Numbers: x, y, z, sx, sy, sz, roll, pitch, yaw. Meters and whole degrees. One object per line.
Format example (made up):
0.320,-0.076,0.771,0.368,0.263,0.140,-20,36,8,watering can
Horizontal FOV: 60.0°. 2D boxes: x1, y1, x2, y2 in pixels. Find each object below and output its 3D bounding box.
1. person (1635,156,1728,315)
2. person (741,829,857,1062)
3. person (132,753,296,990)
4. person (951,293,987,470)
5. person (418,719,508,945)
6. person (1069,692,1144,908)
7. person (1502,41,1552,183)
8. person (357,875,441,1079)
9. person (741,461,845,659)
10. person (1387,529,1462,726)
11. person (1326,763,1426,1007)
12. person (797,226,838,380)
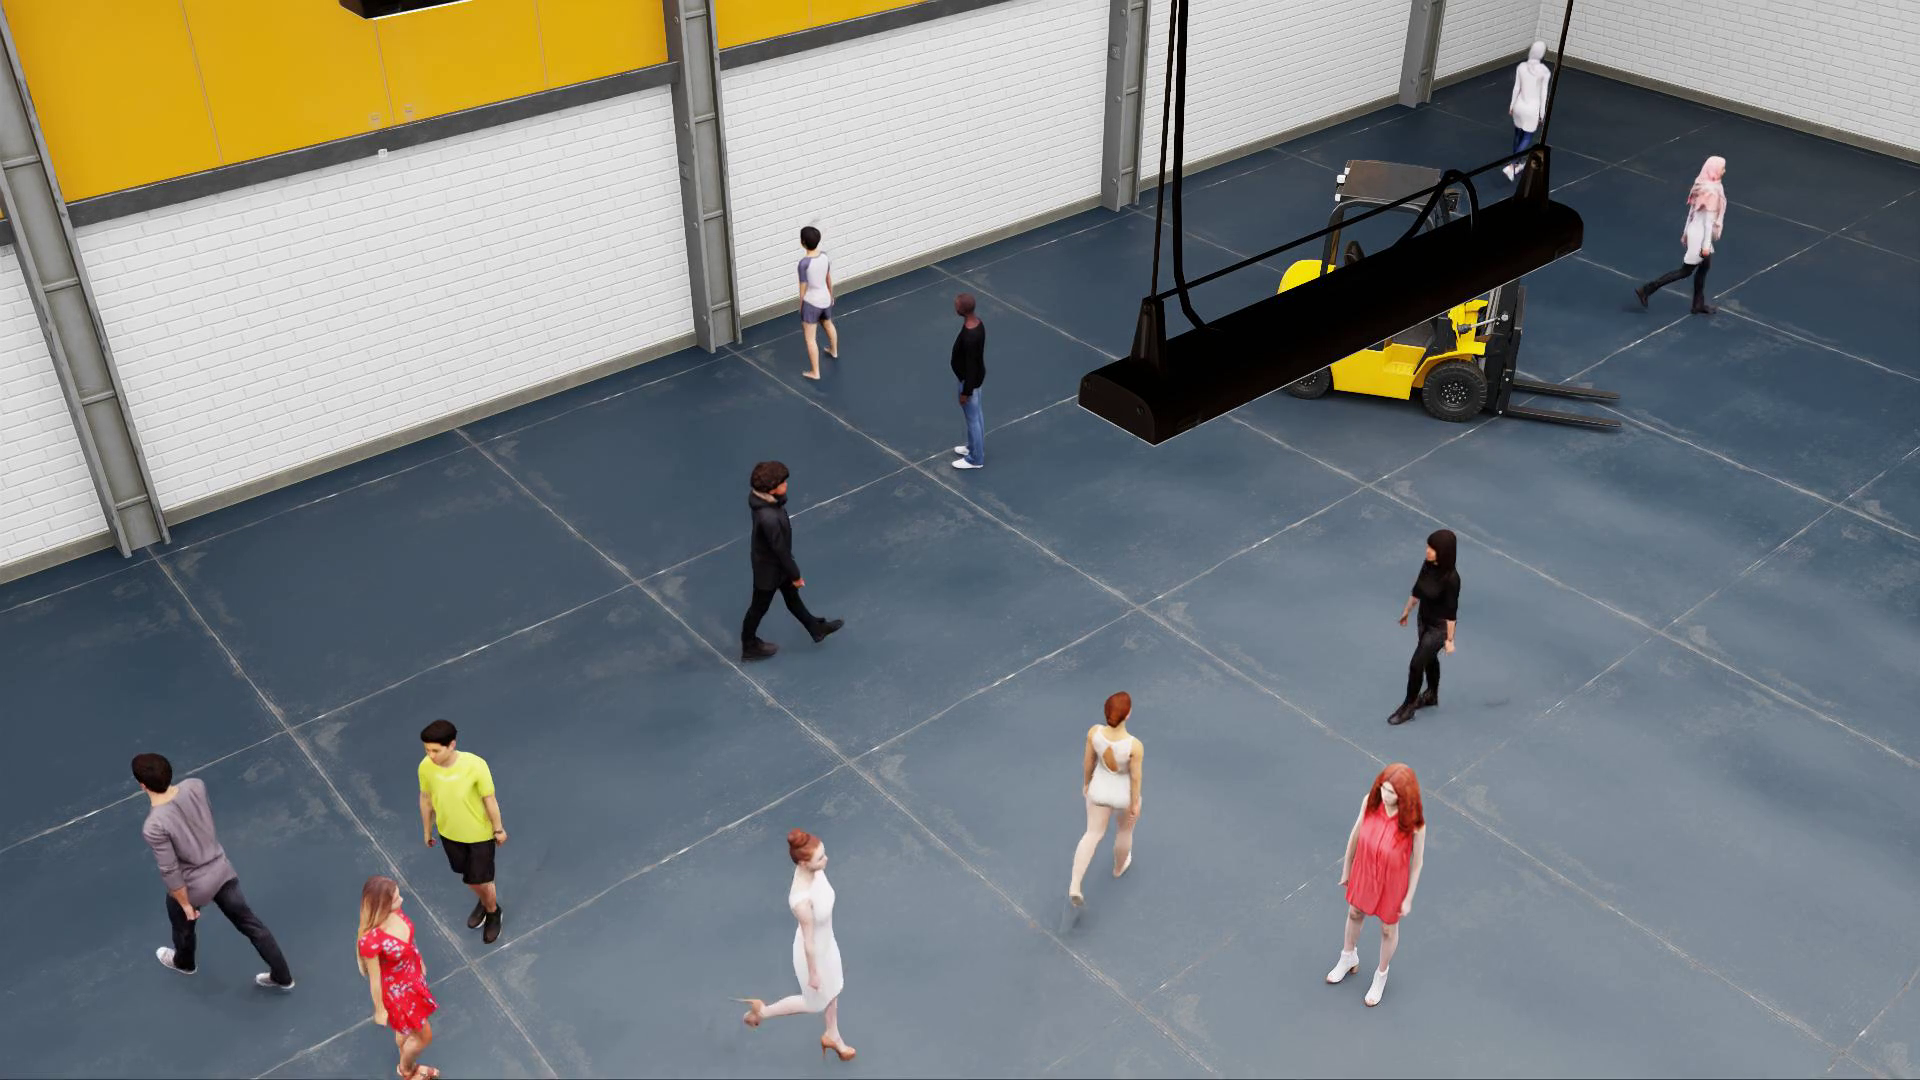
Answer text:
7.855,-3.238,17.901,1.150,1.777,1.148,5,34,8,person
-0.910,2.355,9.488,0.975,1.776,0.942,5,34,7,person
-4.461,2.043,9.939,1.102,1.797,1.218,11,35,17,person
0.110,-1.469,15.267,0.739,1.746,0.669,5,34,7,person
-3.081,1.749,10.474,0.774,1.693,0.819,7,34,10,person
0.944,1.676,10.647,0.772,1.623,1.011,17,37,23,person
7.218,-5.464,21.264,0.963,1.763,0.664,-29,43,-36,person
-3.272,2.512,9.426,0.793,1.583,0.733,2,34,4,person
-1.535,0.204,12.766,1.165,1.730,0.971,-6,34,-9,person
3.558,0.613,12.248,0.845,1.621,0.759,-10,35,-15,person
2.508,2.037,9.921,0.628,1.826,0.551,27,42,34,person
-1.447,-2.448,16.928,0.877,1.539,0.656,24,40,31,person
